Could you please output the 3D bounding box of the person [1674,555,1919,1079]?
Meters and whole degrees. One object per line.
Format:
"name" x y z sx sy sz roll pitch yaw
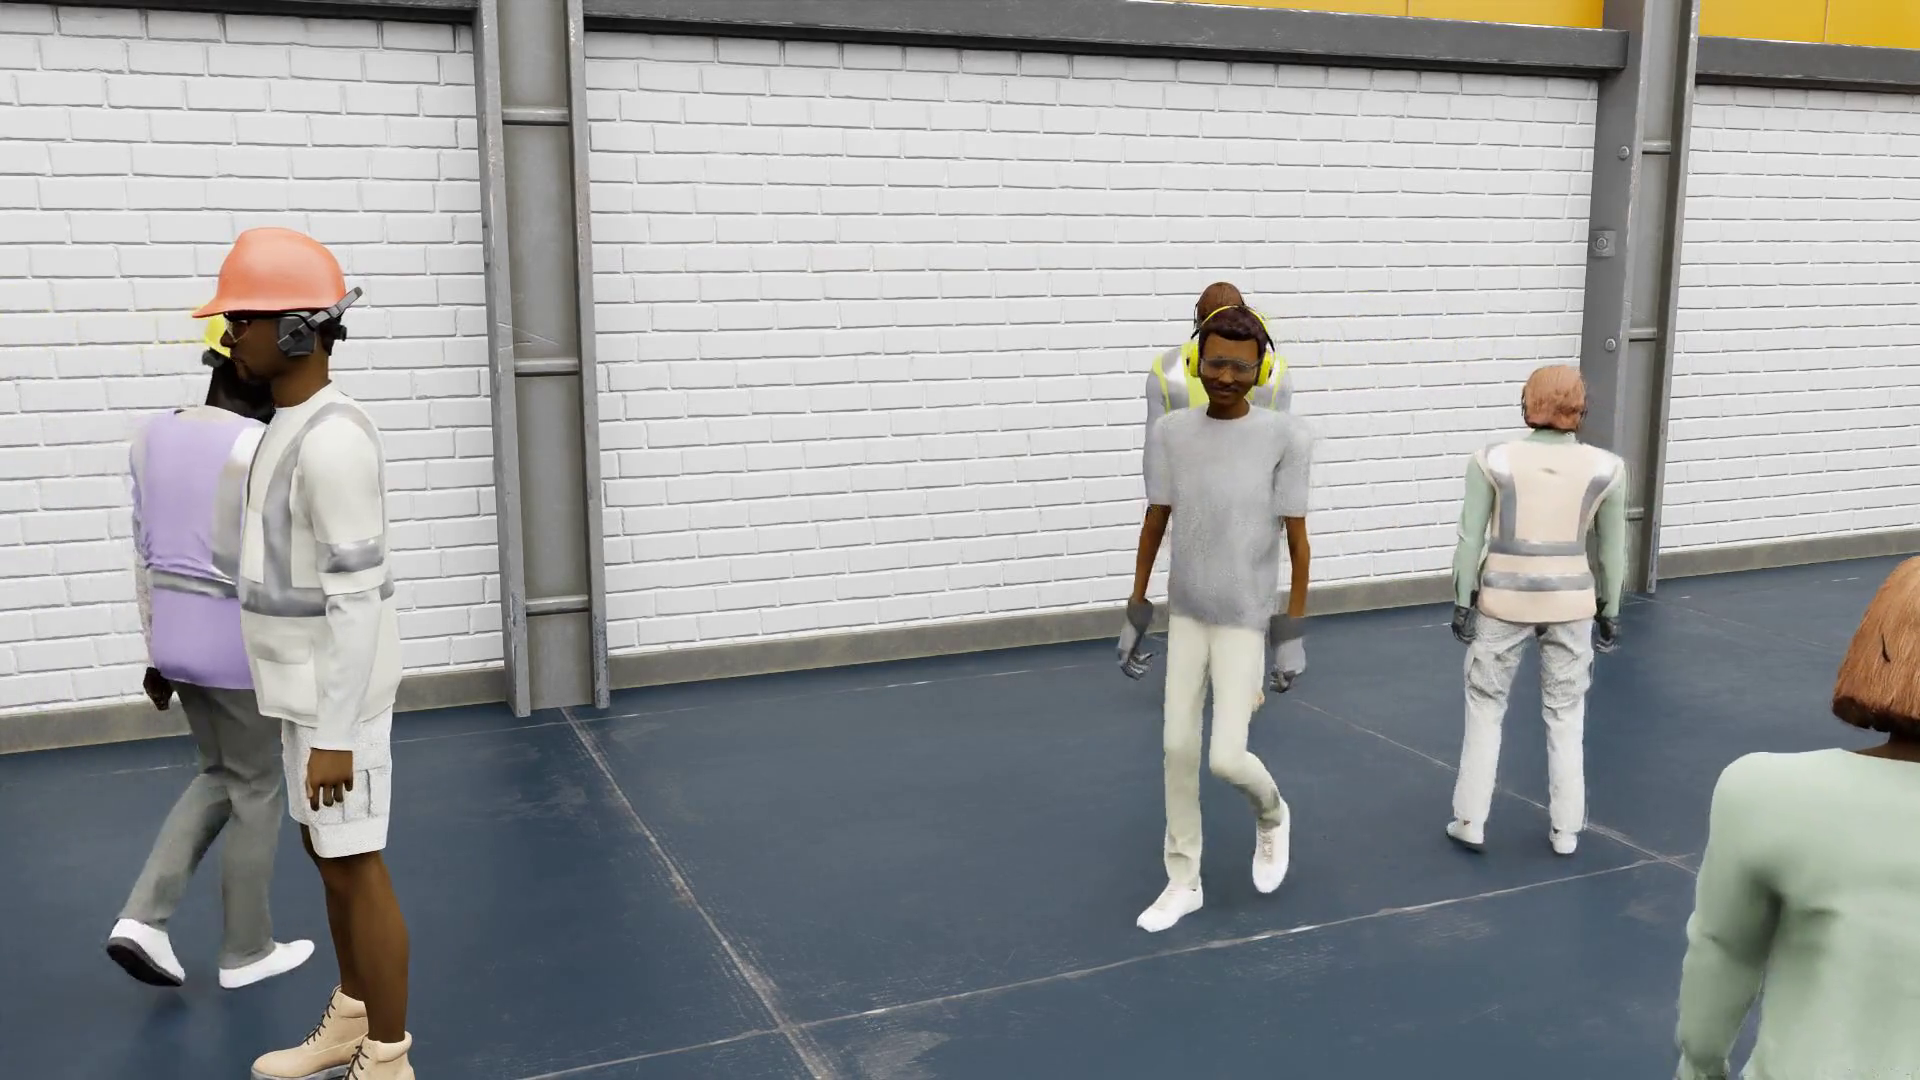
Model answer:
"person" 1.238 0.816 2.246 0.520 1.626 0.348 5 12 27

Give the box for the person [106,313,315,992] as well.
"person" -1.939 0.305 4.371 0.613 1.884 0.536 5 11 26

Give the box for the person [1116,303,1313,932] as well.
"person" 0.766 0.229 4.891 0.555 1.847 0.505 8 13 37

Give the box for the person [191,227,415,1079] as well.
"person" -1.453 0.337 3.737 0.374 2.044 0.605 -6 12 -29

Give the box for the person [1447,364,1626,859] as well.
"person" 1.890 0.238 5.453 0.545 1.623 0.329 2 10 9

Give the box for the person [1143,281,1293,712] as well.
"person" 1.093 -0.175 7.112 0.629 1.842 0.429 1 10 4
